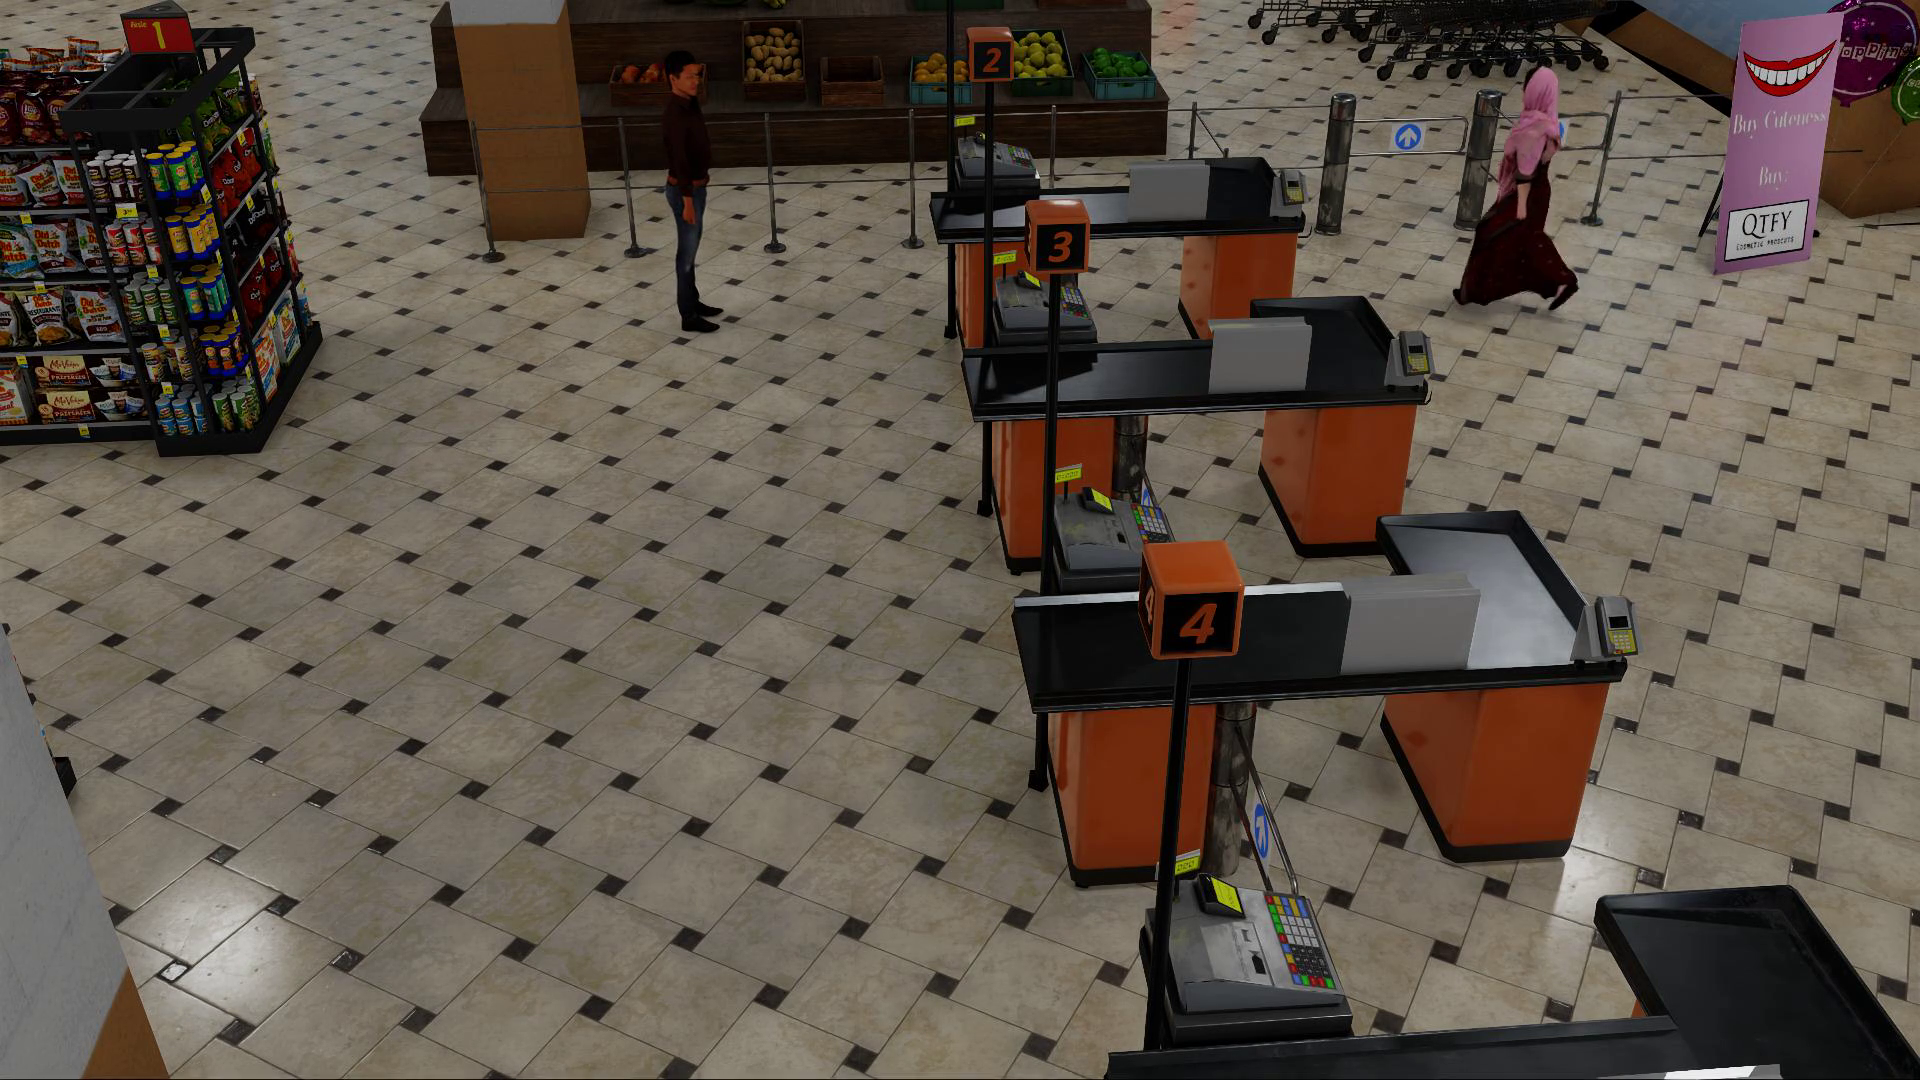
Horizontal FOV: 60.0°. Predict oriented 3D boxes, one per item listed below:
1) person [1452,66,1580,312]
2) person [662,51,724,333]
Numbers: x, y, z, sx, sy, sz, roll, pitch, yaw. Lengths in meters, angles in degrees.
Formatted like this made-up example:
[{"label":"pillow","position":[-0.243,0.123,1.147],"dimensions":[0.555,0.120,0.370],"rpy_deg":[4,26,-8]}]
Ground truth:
[{"label":"person","position":[3.708,-2.208,10.690],"dimensions":[1.117,1.606,1.021],"rpy_deg":[20,37,29]},{"label":"person","position":[-1.725,-2.195,10.506],"dimensions":[0.541,1.778,0.661],"rpy_deg":[1,32,1]}]
